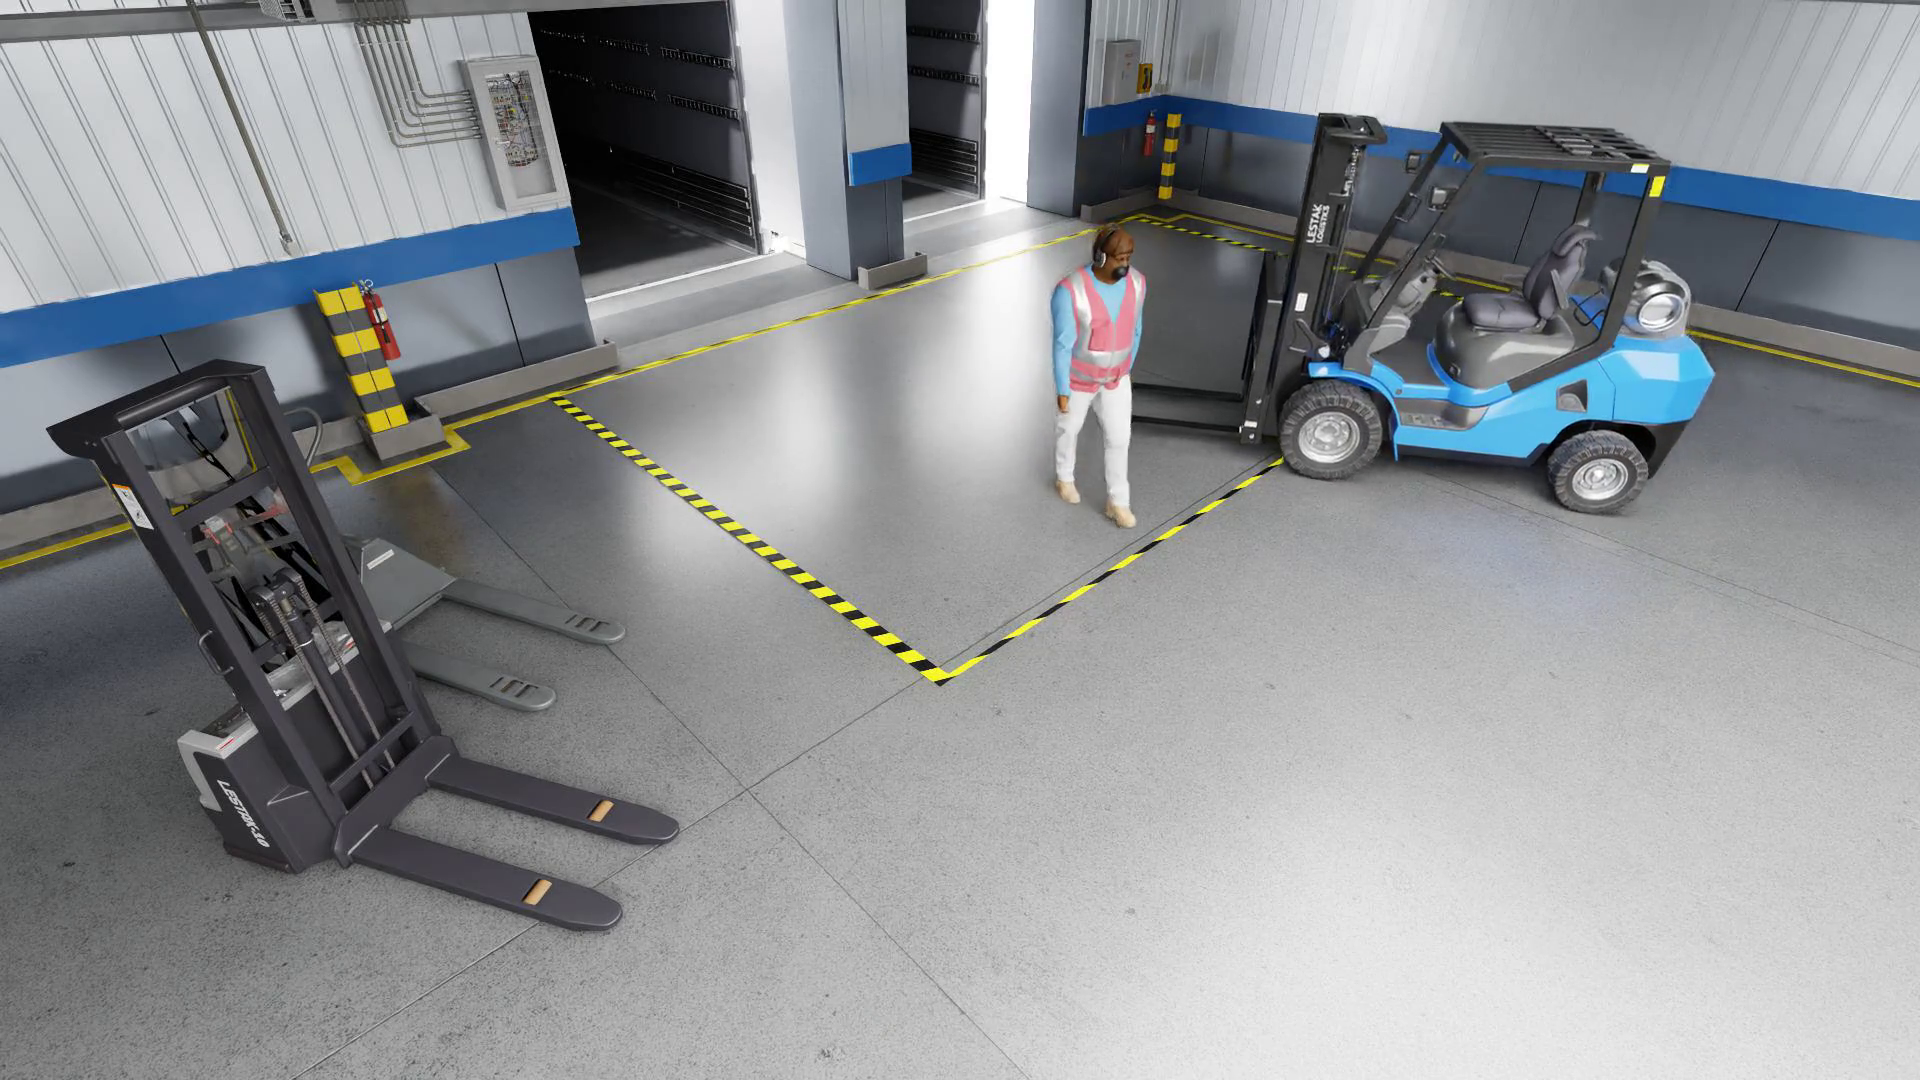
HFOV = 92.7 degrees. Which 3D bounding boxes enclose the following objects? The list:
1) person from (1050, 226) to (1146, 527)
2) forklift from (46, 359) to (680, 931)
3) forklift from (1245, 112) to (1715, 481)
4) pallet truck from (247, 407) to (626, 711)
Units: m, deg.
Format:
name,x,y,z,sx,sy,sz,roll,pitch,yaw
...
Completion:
name,x,y,z,sx,sy,sz,roll,pitch,yaw
person,0.846,-0.942,5.520,0.638,1.815,0.751,-10,35,-14
forklift,-2.135,0.422,3.354,1.885,1.965,0.823,10,35,14
forklift,3.401,-1.607,6.022,2.680,2.036,1.157,8,35,12
pallet truck,-2.628,0.038,4.590,1.601,1.201,0.680,12,36,18
